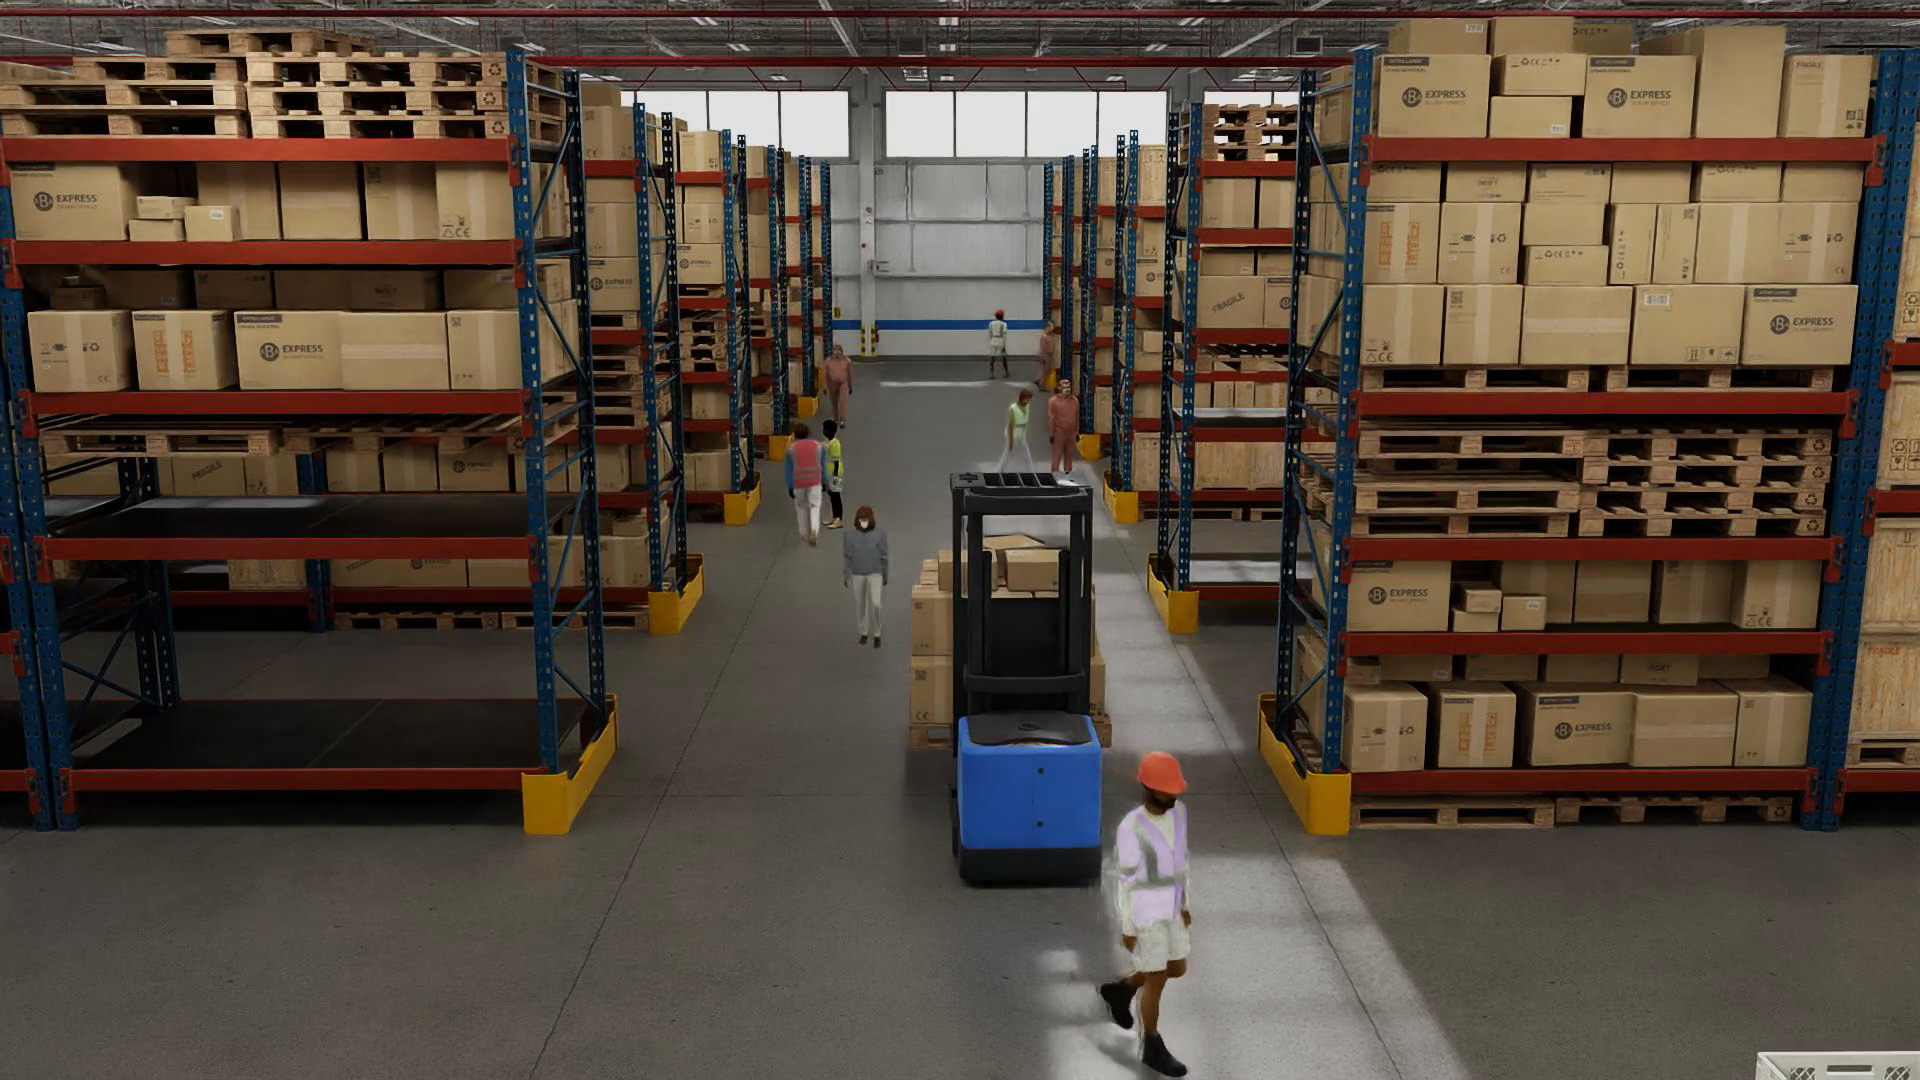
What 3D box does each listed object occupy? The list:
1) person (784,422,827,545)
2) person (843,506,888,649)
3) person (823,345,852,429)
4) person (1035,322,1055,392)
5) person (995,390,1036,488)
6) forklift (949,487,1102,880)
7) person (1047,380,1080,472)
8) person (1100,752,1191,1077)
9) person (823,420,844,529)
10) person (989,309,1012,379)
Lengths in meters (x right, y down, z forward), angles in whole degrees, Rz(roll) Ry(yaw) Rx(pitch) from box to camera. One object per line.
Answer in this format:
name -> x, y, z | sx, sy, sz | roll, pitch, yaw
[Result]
person -> -2.258, -0.821, 24.445 | 0.632, 1.818, 0.803 | -2, 12, -10
person -> -1.069, 0.420, 18.760 | 0.502, 1.616, 0.599 | 1, 11, 6
person -> -2.754, -3.456, 37.385 | 0.662, 1.858, 0.989 | -1, 11, -3
person -> 2.276, -4.885, 44.388 | 0.494, 1.885, 0.675 | 5, 12, 23
person -> 1.051, -1.765, 29.237 | 1.013, 1.754, 0.668 | 8, 14, 35
forklift -> 0.495, 0.986, 12.813 | 1.129, 2.768, 1.873 | 0, 11, -2
person -> 1.859, -1.891, 29.494 | 0.651, 1.907, 0.409 | -7, 13, -31
person -> 1.082, 2.112, 9.631 | 0.605, 1.917, 0.556 | 11, 16, 42
person -> -1.977, -1.022, 25.734 | 0.317, 1.691, 0.535 | -4, 12, -20
person -> 1.137, -5.644, 47.886 | 0.617, 1.984, 1.053 | 6, 13, 27
